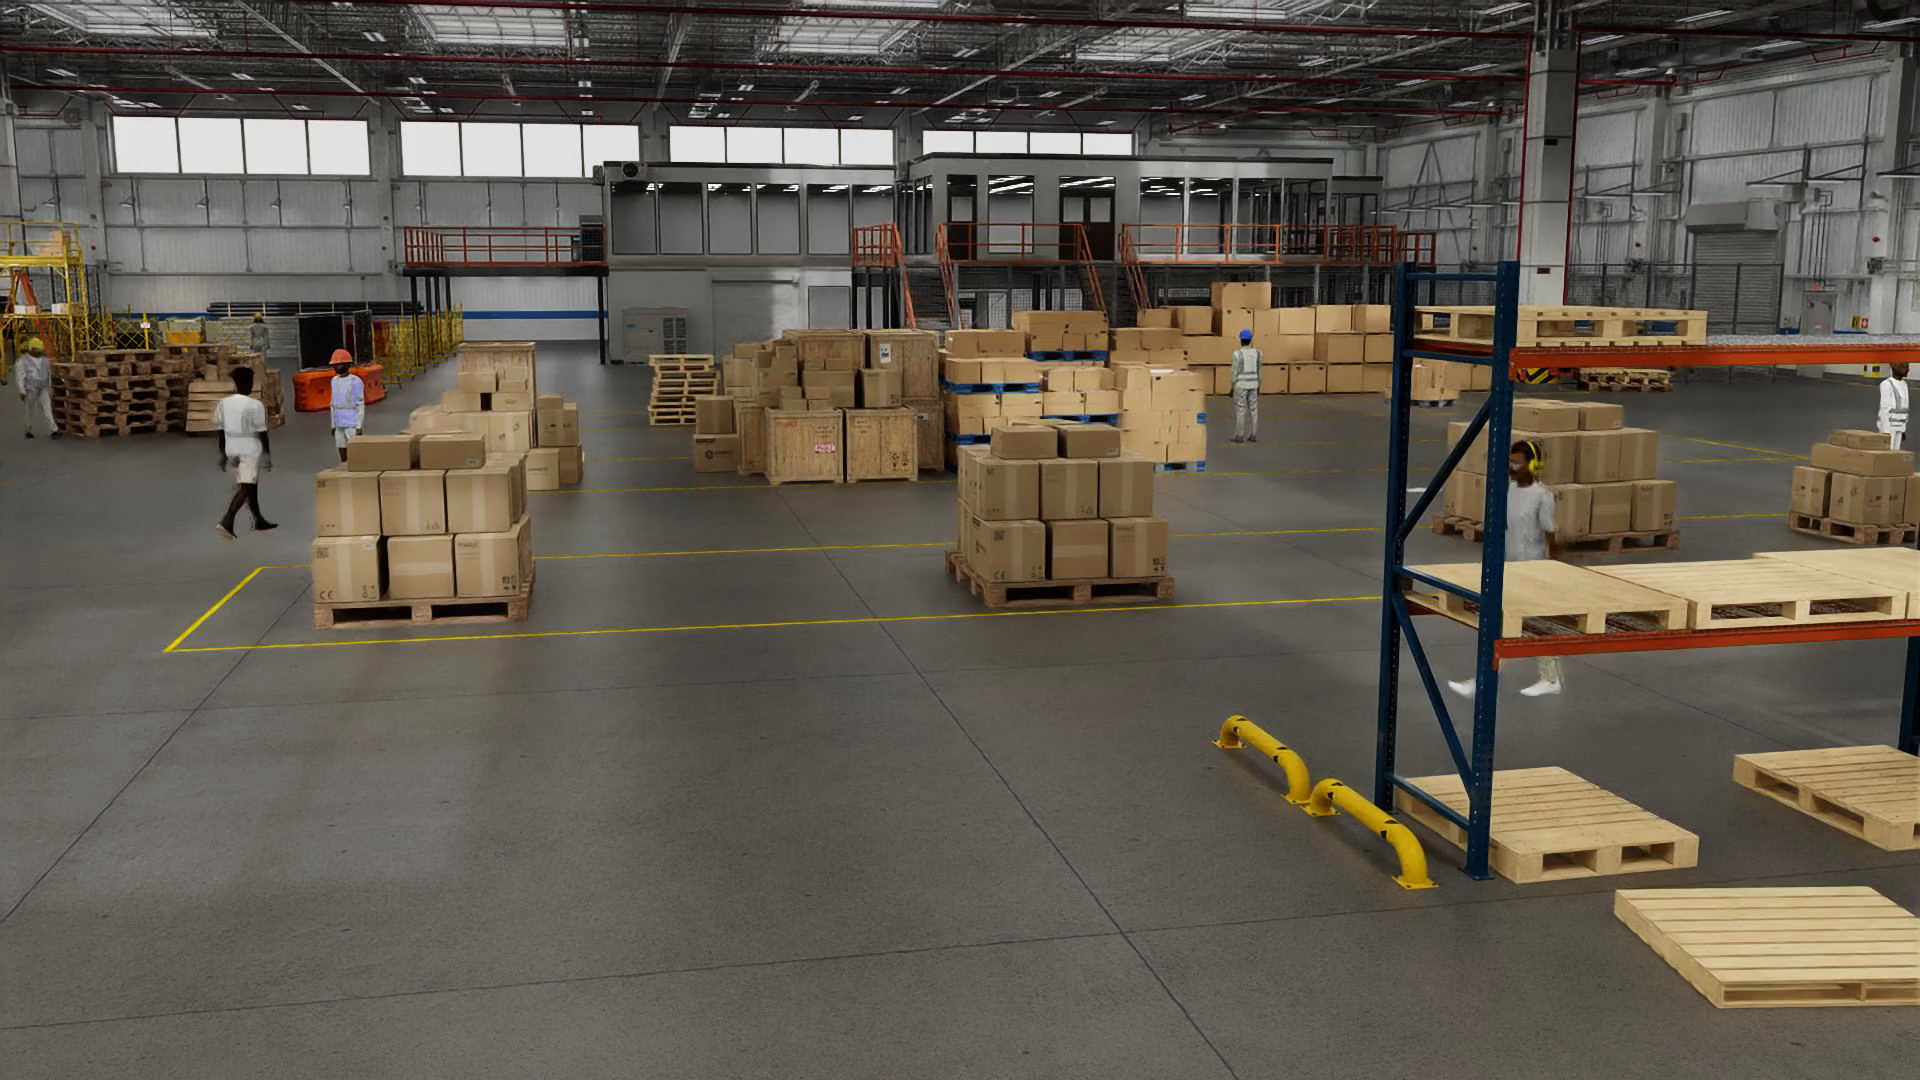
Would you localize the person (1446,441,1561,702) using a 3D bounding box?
[{"bbox_3d":[3.815,0.220,11.515,0.980,1.820,0.518,-2,10,-12],"label":"person"}]

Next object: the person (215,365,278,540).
[{"bbox_3d":[-8.004,-0.976,18.495,0.618,1.932,0.954,4,10,22],"label":"person"}]

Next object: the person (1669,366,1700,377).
[{"bbox_3d":[19.945,-5.388,45.778,0.527,1.795,0.961,-8,13,-42],"label":"person"}]

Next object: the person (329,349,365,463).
[{"bbox_3d":[-8.056,-1.529,21.811,0.552,1.937,0.356,5,10,27],"label":"person"}]

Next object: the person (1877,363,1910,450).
[{"bbox_3d":[11.972,-1.424,21.338,0.574,1.883,0.355,-8,12,-40],"label":"person"}]

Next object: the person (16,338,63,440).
[{"bbox_3d":[-16.075,-2.618,28.964,0.975,1.766,0.623,6,11,33],"label":"person"}]

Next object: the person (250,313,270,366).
[{"bbox_3d":[-19.659,-5.508,46.743,0.508,1.713,0.782,-3,10,-16],"label":"person"}]

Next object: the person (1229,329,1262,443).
[{"bbox_3d":[4.899,-2.640,28.546,0.604,1.949,0.389,-4,10,-22],"label":"person"}]
